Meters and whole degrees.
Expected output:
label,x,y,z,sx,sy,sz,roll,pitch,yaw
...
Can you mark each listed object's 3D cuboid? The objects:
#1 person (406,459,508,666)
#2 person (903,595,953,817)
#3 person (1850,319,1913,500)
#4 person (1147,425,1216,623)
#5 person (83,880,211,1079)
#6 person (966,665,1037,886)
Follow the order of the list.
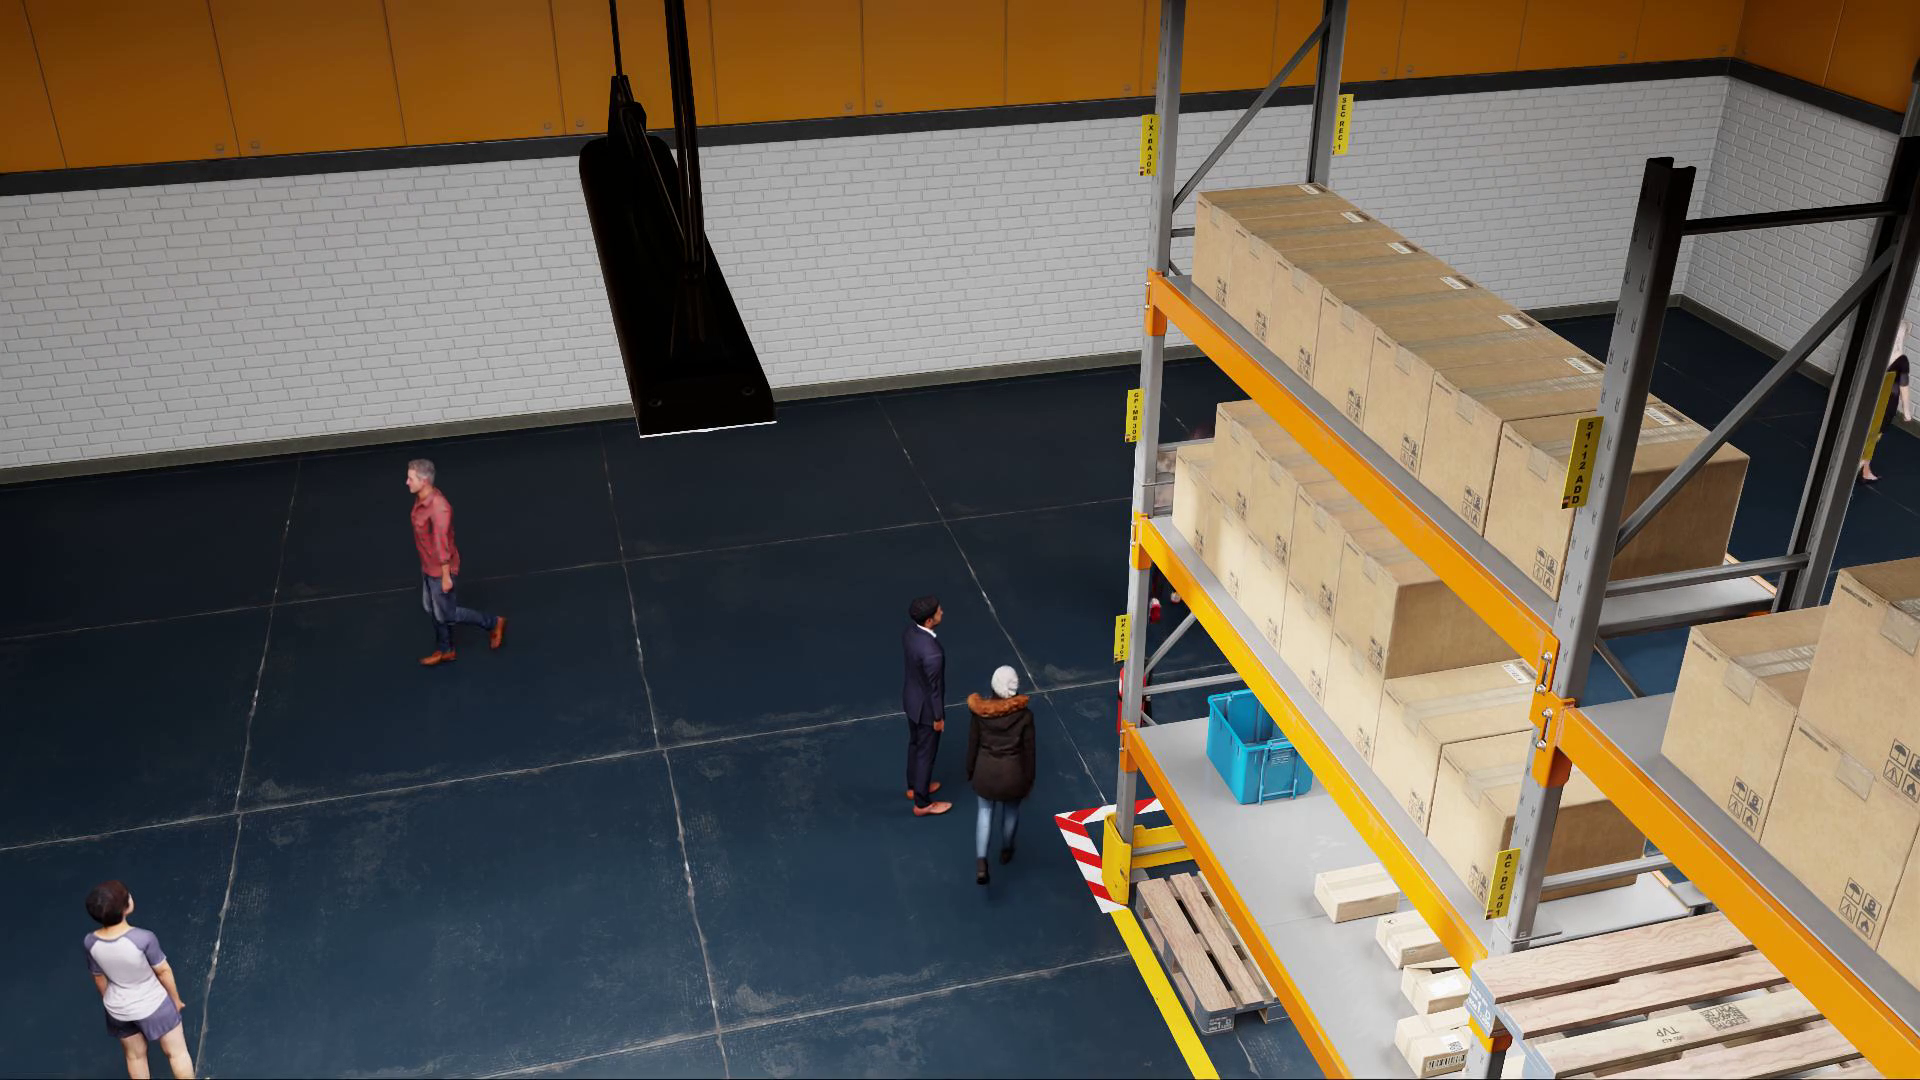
label,x,y,z,sx,sy,sz,roll,pitch,yaw
person,-4.037,0.185,13.187,0.909,1.812,0.972,-15,32,-26
person,-0.258,1.137,11.535,0.720,1.723,0.510,-11,31,-20
person,8.647,-1.205,15.741,0.709,1.806,0.886,-11,30,-19
person,1.832,-0.105,13.805,1.127,1.729,1.172,14,32,24
person,-4.516,2.525,9.155,0.609,1.566,0.592,-1,29,-2
person,0.258,1.554,10.877,0.835,1.621,1.004,4,29,8
